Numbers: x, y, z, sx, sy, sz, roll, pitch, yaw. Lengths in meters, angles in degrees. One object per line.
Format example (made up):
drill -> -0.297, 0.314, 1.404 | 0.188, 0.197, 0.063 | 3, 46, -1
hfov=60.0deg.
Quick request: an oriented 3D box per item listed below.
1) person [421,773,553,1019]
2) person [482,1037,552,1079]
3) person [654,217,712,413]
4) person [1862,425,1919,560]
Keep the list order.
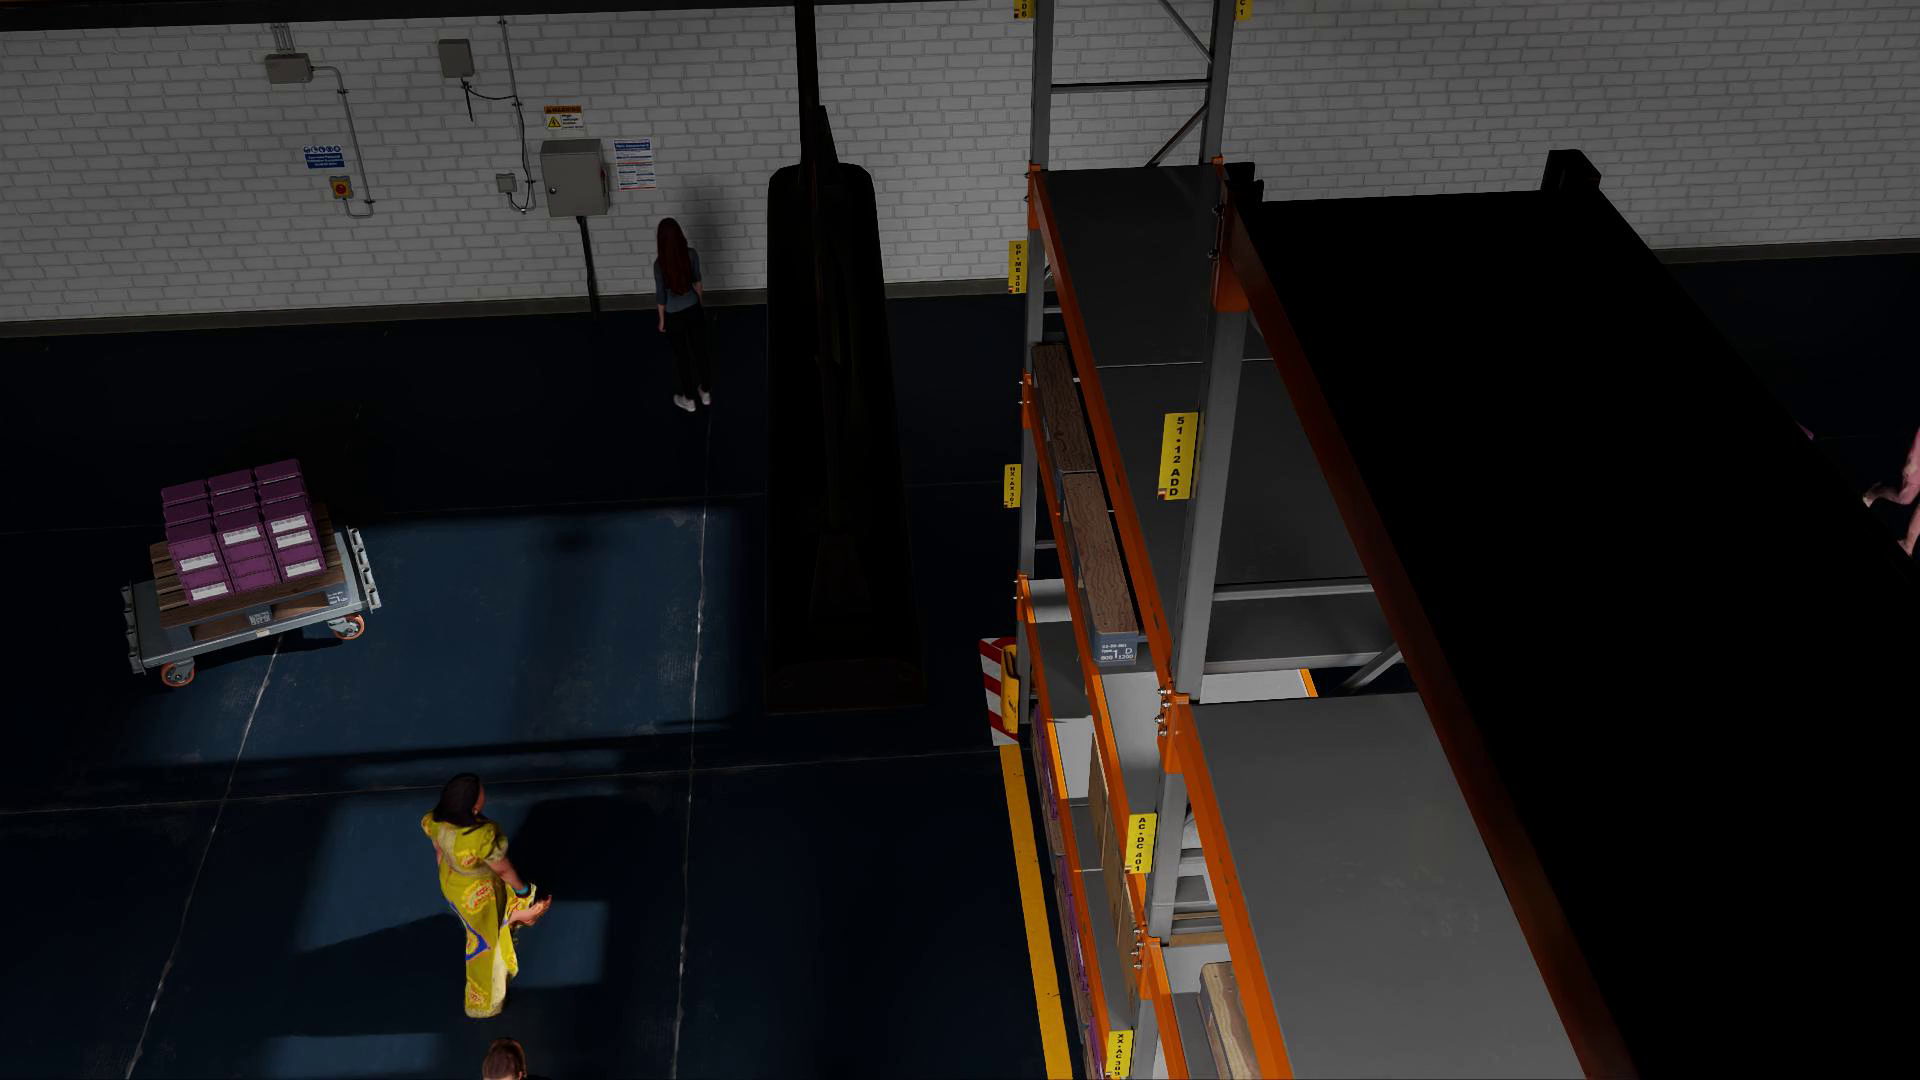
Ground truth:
person -> -2.685, 1.970, 9.081 | 1.176, 1.626, 1.274 | 21, 43, 25
person -> -2.045, 2.883, 7.895 | 0.620, 1.679, 1.212 | -6, 39, -7
person -> -2.299, -1.862, 13.786 | 0.668, 1.742, 0.678 | -24, 44, -27
person -> 7.114, -0.652, 12.237 | 0.638, 1.784, 0.958 | -5, 39, -7
